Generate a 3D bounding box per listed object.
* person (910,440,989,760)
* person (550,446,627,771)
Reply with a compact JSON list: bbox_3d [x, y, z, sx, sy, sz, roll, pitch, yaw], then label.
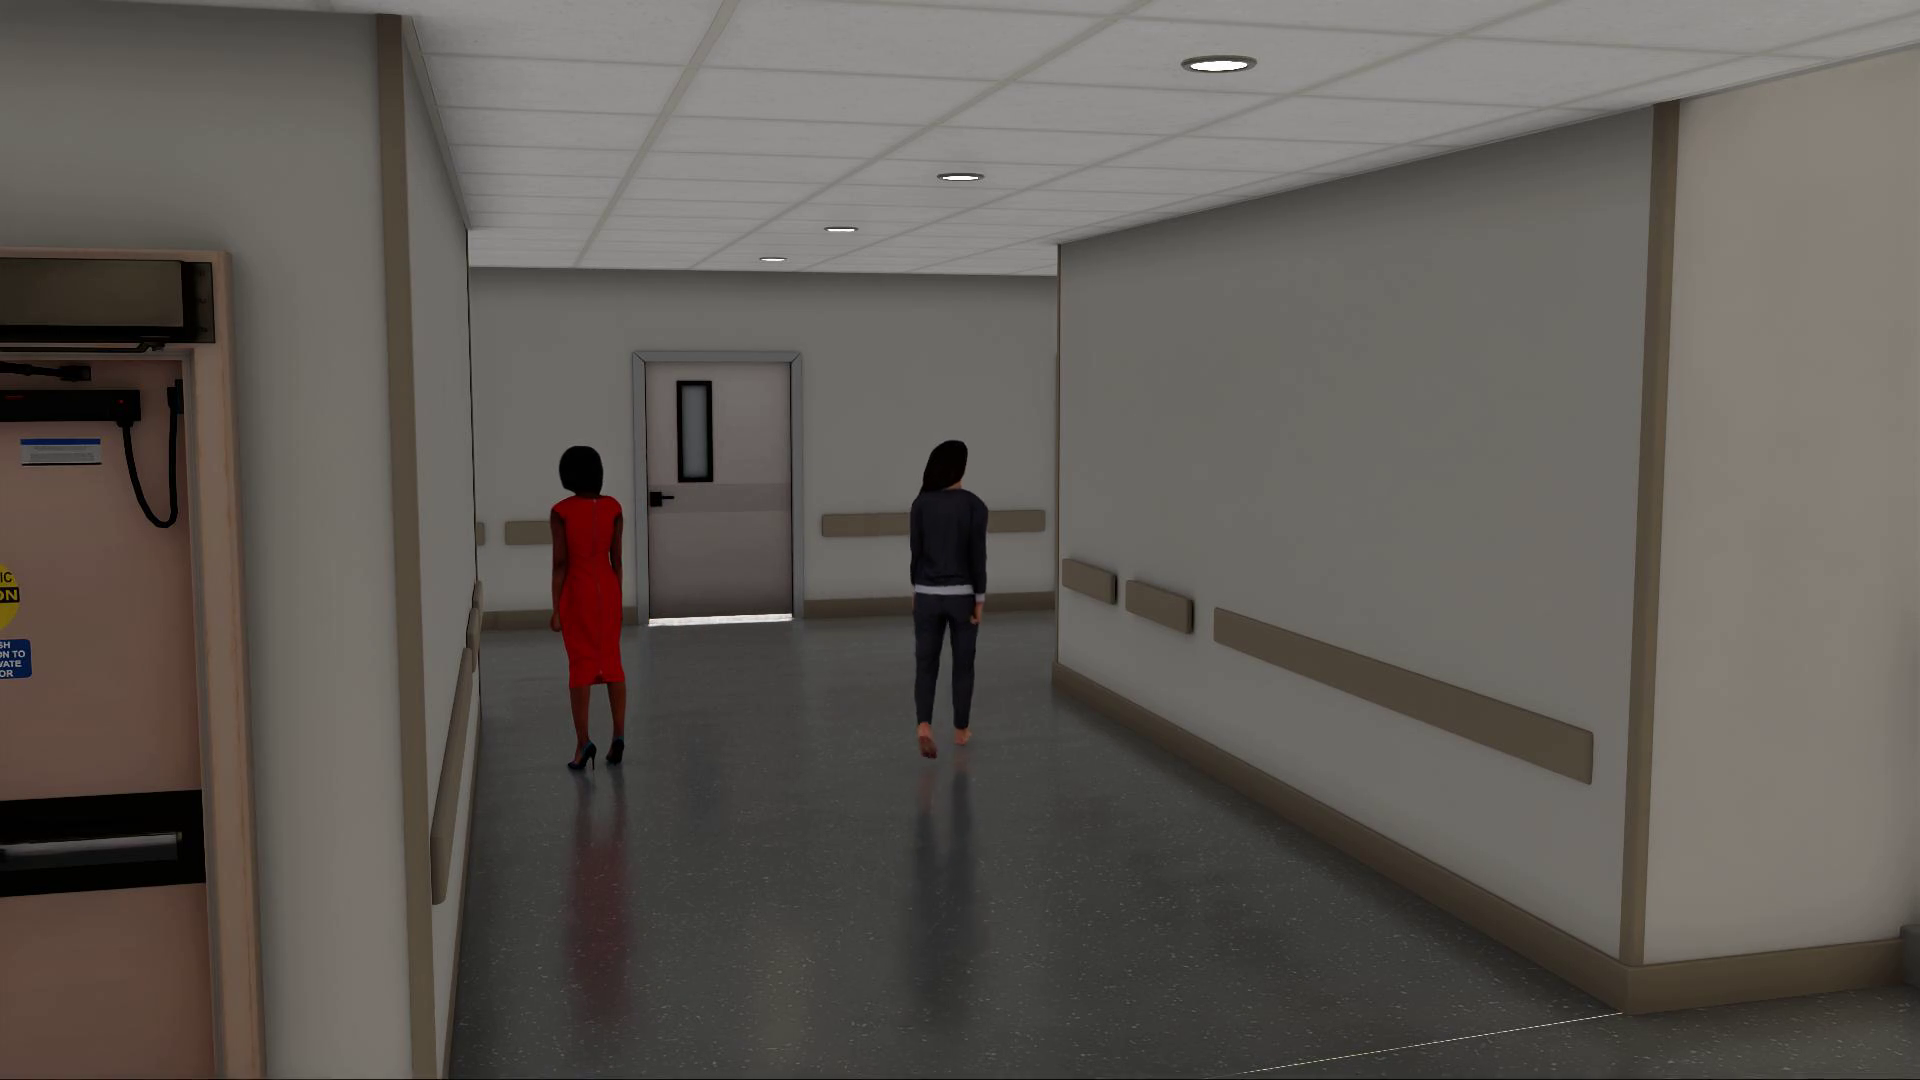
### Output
[{"bbox_3d":[-0.096,0.341,9.176,1.095,1.740,0.954,1,6,8],"label":"person"},{"bbox_3d":[-1.995,0.360,8.975,0.555,1.743,0.687,-4,7,-36],"label":"person"}]
